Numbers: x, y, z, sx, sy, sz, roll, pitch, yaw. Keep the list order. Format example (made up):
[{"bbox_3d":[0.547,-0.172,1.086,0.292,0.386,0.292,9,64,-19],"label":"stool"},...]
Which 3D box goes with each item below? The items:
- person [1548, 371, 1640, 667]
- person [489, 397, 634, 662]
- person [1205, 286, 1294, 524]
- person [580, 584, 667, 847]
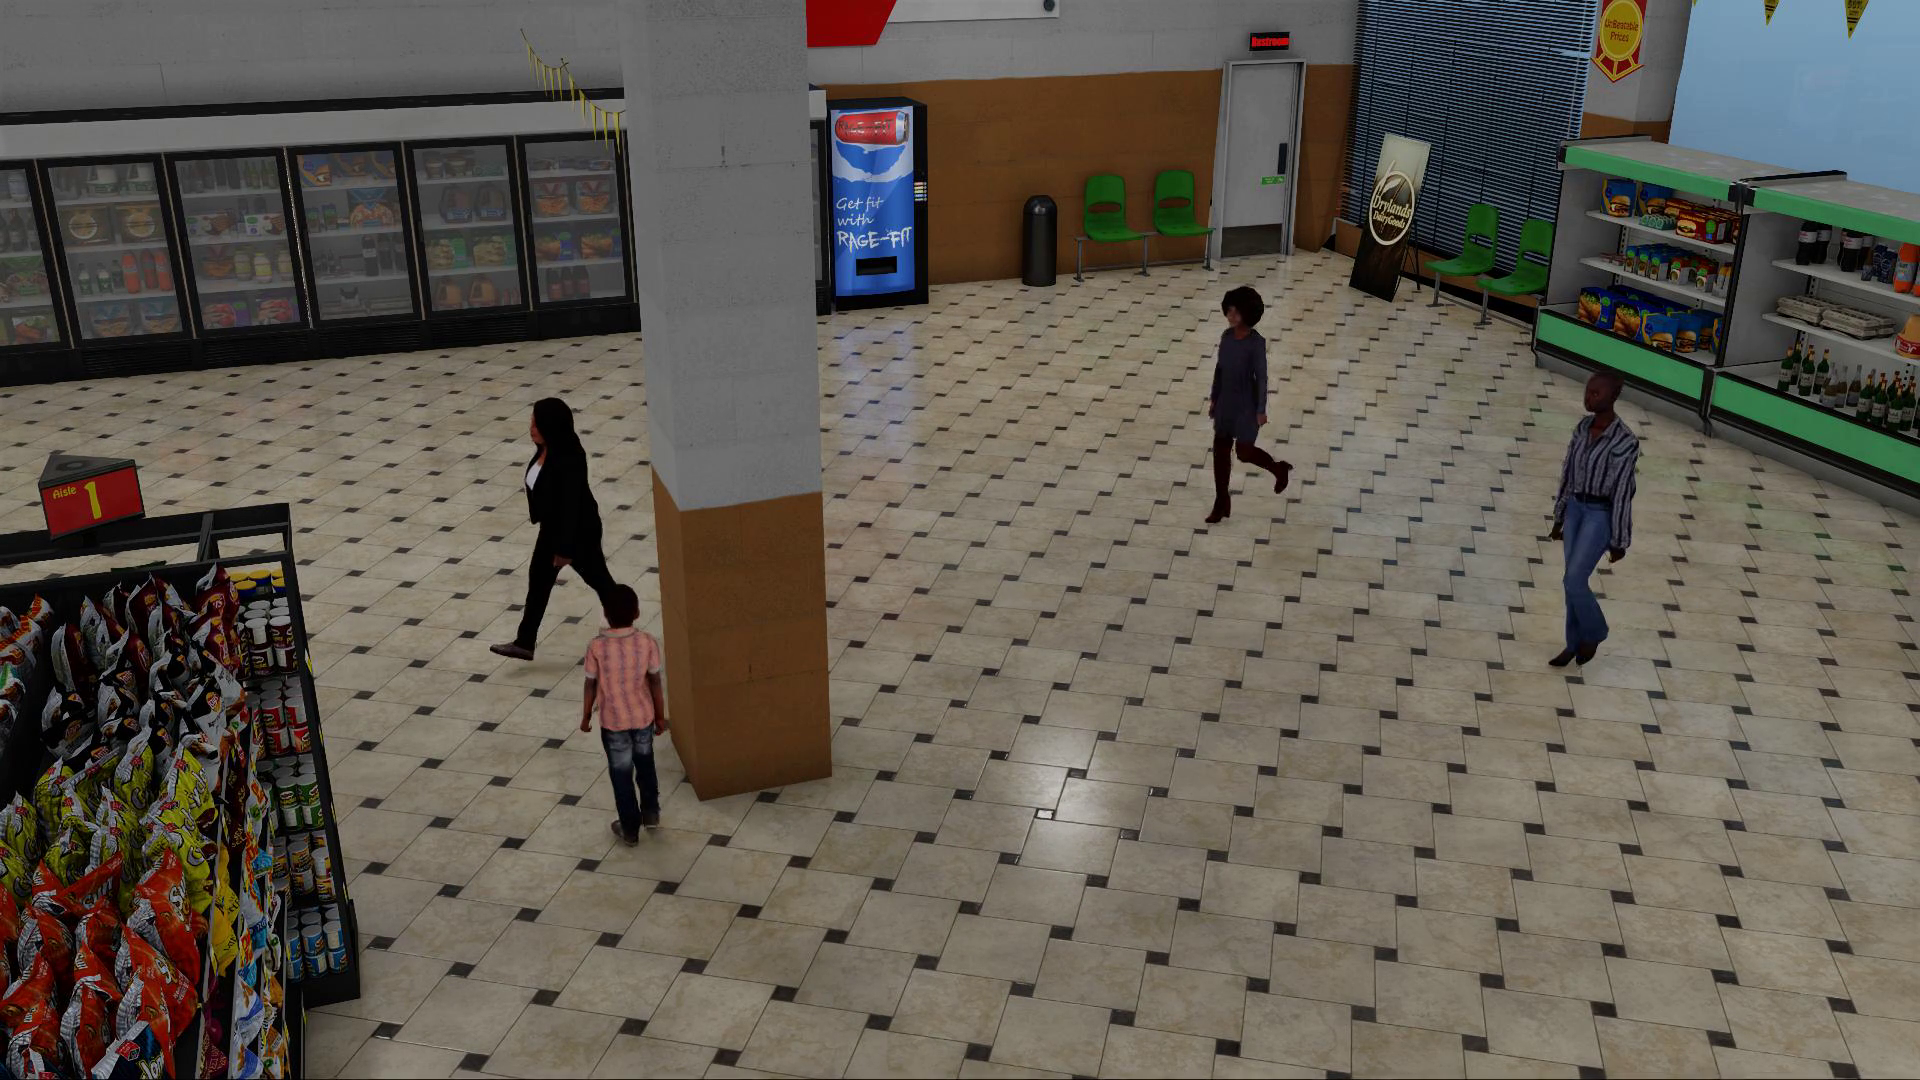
[{"bbox_3d":[3.650,-0.088,9.423,0.713,1.781,0.547,-7,23,-18],"label":"person"},{"bbox_3d":[-2.181,-0.046,9.601,0.928,1.568,1.106,-15,26,-33],"label":"person"},{"bbox_3d":[2.030,-0.933,11.649,0.811,1.689,0.906,-12,25,-28],"label":"person"},{"bbox_3d":[-1.536,0.846,7.744,0.546,1.298,0.539,-11,24,-26],"label":"person"}]
